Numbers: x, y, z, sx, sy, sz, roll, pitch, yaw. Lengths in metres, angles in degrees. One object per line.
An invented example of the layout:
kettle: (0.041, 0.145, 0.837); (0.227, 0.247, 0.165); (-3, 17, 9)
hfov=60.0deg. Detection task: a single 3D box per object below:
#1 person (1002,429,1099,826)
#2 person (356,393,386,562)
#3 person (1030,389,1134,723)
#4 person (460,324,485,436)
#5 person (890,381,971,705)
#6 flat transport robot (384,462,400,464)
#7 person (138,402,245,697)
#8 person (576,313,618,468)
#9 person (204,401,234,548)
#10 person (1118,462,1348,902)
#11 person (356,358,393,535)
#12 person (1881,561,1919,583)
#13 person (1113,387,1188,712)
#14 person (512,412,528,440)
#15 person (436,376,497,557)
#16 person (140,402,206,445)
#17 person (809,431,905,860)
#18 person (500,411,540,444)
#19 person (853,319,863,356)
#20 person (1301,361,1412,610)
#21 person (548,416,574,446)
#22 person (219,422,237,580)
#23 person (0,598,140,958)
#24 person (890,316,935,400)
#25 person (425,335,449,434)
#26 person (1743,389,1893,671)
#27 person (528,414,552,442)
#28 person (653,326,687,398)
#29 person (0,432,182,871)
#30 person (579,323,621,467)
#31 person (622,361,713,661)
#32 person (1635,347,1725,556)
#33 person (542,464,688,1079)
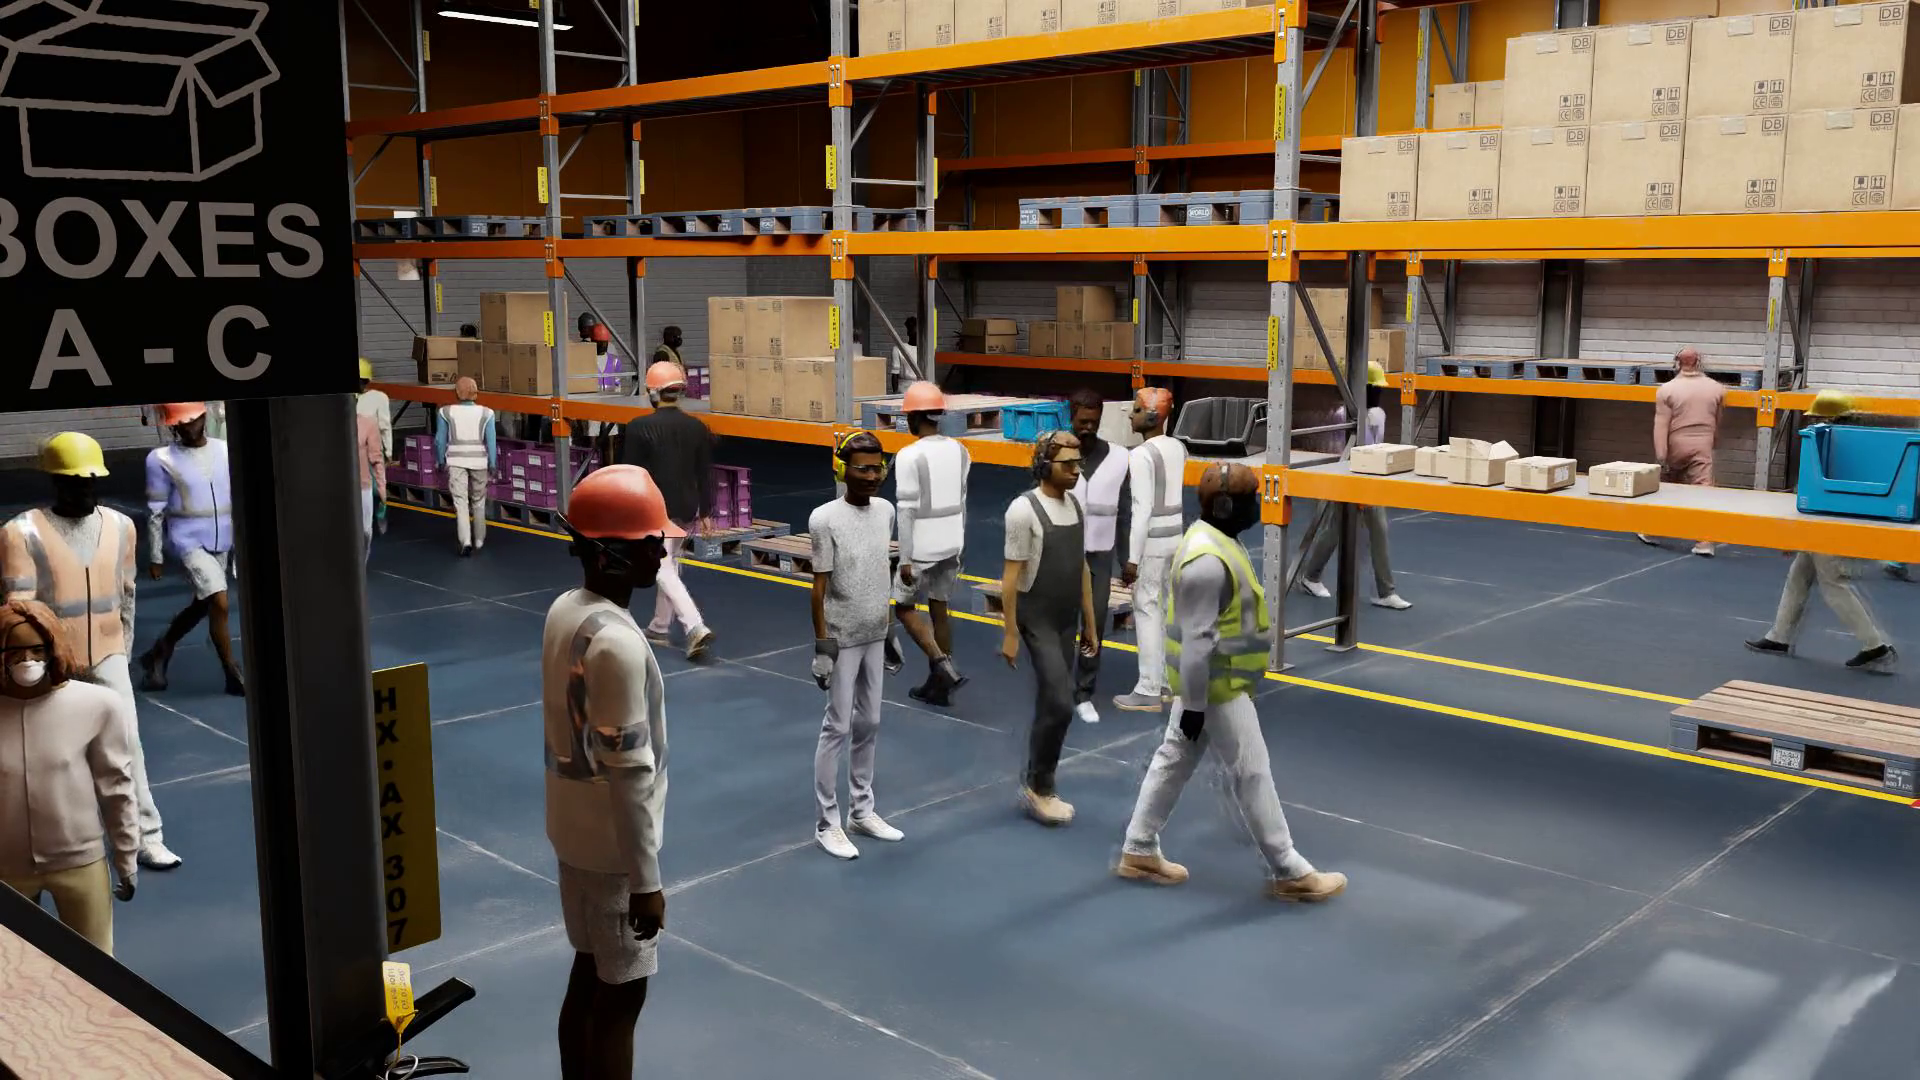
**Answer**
person: (0.462, 0.409, 7.638); (0.517, 1.829, 0.528); (8, 12, 40)
person: (-4.827, -0.437, 13.149); (0.526, 1.735, 0.778); (-4, 10, -23)
person: (0.681, 0.076, 9.511); (0.596, 1.896, 0.510); (-2, 9, -10)
person: (-6.611, -1.984, 22.401); (0.979, 1.817, 0.530); (2, 9, 10)
person: (-0.156, 0.039, 9.657); (0.550, 1.919, 0.498); (-8, 12, -41)
flat transport robot: (-6.893, -0.802, 19.842); (1.431, 0.197, 0.652); (-6, 11, -31)
person: (-4.609, 0.006, 9.987); (0.851, 1.884, 0.525); (5, 11, 30)
person: (-4.529, -1.767, 20.343); (0.537, 2.000, 0.675); (7, 12, 37)
person: (-6.519, -0.690, 15.008); (0.526, 1.620, 0.442); (-7, 12, -37)
person: (1.087, 0.573, 6.773); (0.949, 1.792, 0.644); (2, 9, 10)
person: (-5.567, -0.829, 15.502); (0.540, 1.734, 0.452); (-2, 9, -13)
person: (7.836, -0.472, 13.211); (0.616, 1.789, 1.003); (-5, 11, -29)
person: (1.110, 0.054, 9.662); (0.344, 1.881, 0.585); (6, 11, 31)
person: (-6.134, -2.135, 23.059); (0.536, 1.881, 0.940); (-1, 9, -8)
person: (-4.418, -0.665, 14.938); (0.511, 1.604, 0.791); (-4, 10, -21)
person: (-9.201, -1.502, 19.466); (0.722, 1.803, 0.737); (-3, 10, -16)
person: (-0.446, 0.449, 7.307); (0.315, 1.863, 0.526); (8, 12, 39)
person: (-5.800, -1.916, 21.694); (0.640, 1.894, 0.886); (5, 10, 26)
person: (-1.443, -2.140, 23.203); (0.775, 1.847, 0.500); (7, 11, 35)
person: (3.019, -0.439, 12.717); (0.589, 1.876, 1.005); (-7, 11, -35)
person: (-4.409, -1.360, 18.436); (0.388, 1.857, 0.750); (-3, 10, -18)
person: (-5.708, -0.439, 13.460); (0.366, 1.620, 0.511); (9, 13, 43)
person: (-2.669, 0.967, 4.858); (0.501, 1.628, 0.277); (-4, 10, -23)
person: (-0.586, -1.846, 21.059); (0.607, 1.966, 0.367); (-5, 10, -26)
person: (-7.431, -2.103, 23.633); (0.513, 1.640, 0.311); (4, 10, 23)
person: (5.616, -0.071, 10.719); (0.903, 1.798, 0.595); (8, 12, 40)
person: (-5.185, -1.801, 20.714); (0.617, 1.990, 0.408); (1, 9, 6)
person: (-3.708, -1.862, 21.579); (0.519, 1.823, 0.655); (1, 9, 8)
person: (-3.803, 0.469, 7.164); (1.005, 1.878, 0.591); (8, 12, 39)
person: (-4.145, -1.524, 19.174); (0.544, 1.938, 0.355); (-6, 11, -33)
person: (-1.901, -0.201, 11.019); (0.621, 1.965, 0.949); (-9, 13, -44)
person: (6.557, -0.810, 15.070); (0.660, 1.852, 1.010); (0, 9, -1)
person: (-0.923, 0.809, 4.546); (0.393, 2.041, 0.614); (-5, 10, -27)
